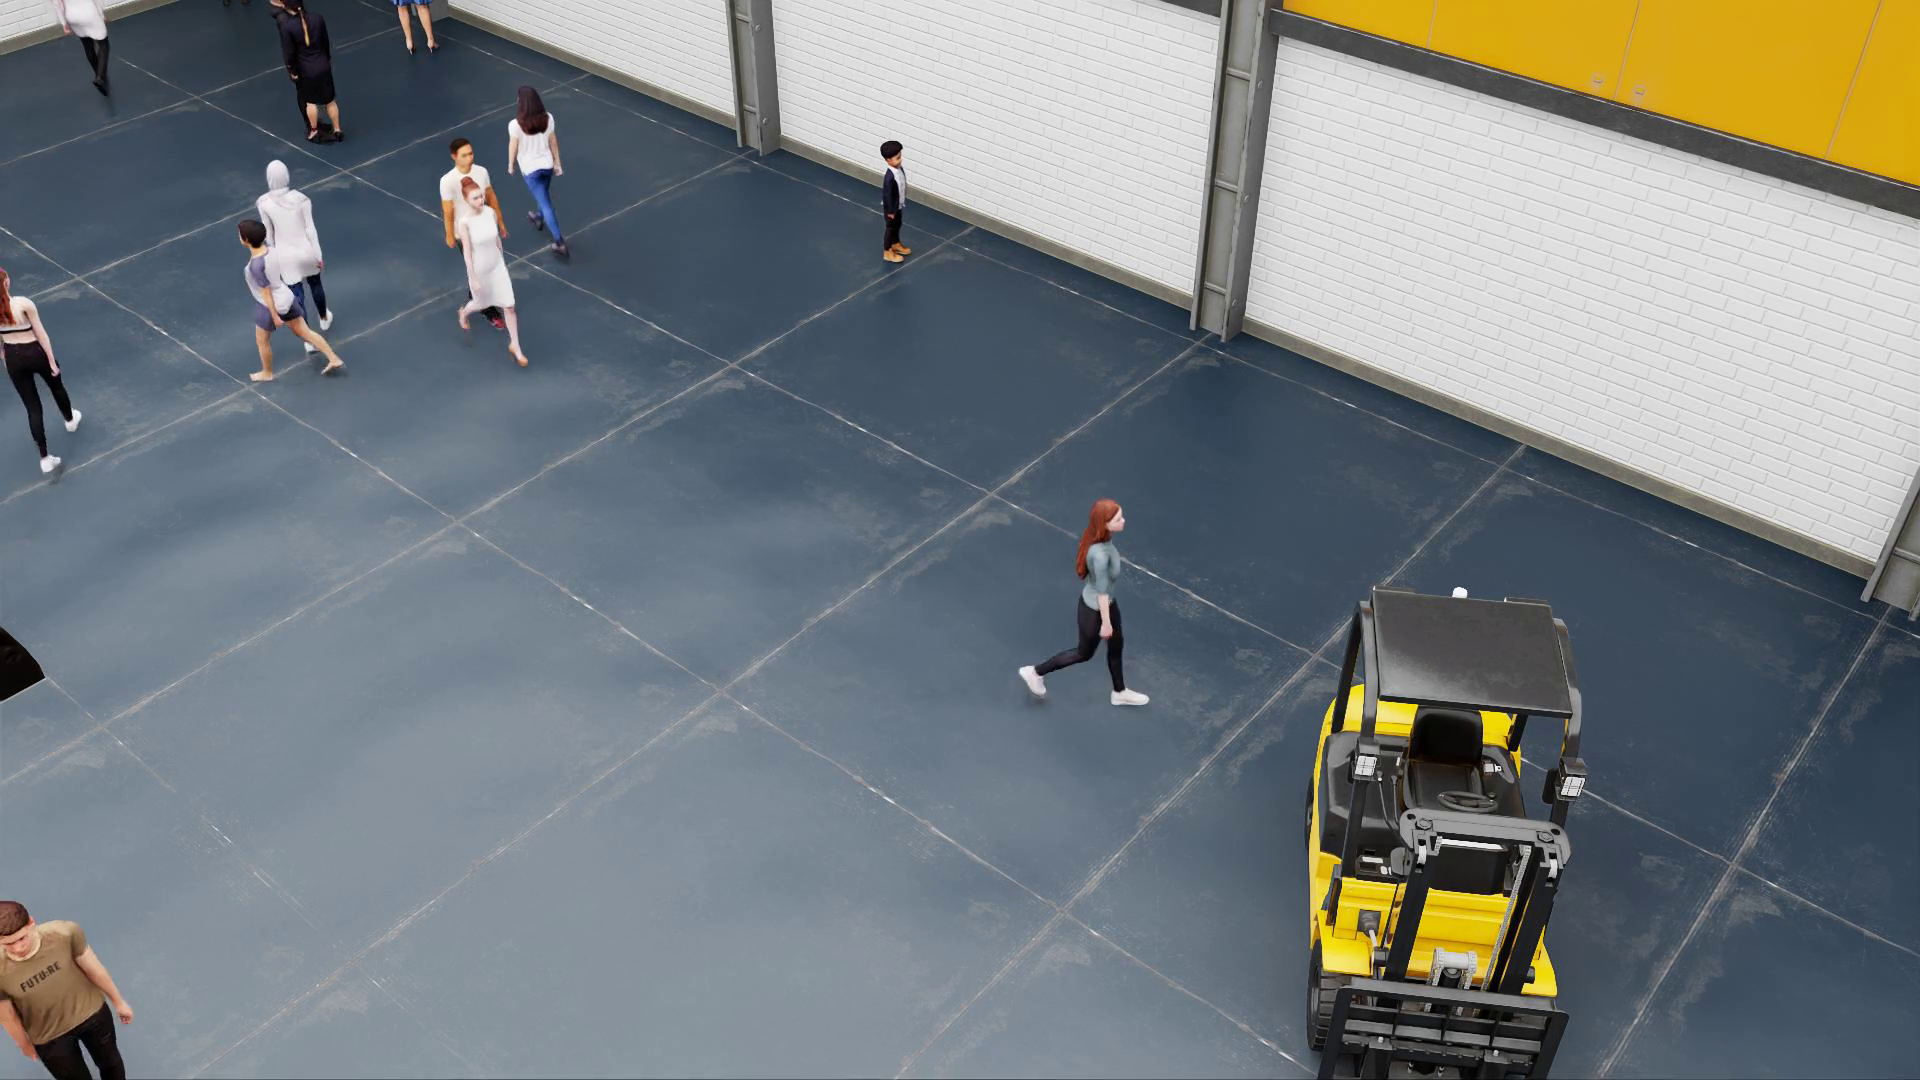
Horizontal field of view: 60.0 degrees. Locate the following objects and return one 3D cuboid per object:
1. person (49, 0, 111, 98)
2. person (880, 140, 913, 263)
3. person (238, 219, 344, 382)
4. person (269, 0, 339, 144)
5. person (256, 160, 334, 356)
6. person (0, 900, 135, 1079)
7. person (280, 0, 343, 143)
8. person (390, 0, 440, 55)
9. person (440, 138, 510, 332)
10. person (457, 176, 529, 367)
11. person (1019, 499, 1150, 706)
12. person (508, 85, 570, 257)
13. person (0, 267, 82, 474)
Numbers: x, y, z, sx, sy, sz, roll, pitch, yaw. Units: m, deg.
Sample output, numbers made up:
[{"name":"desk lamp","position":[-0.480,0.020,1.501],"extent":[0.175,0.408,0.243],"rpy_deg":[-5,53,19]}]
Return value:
[{"name":"person","position":[-10.004,-5.933,18.969],"extent":[1.028,1.786,1.126],"rpy_deg":[-7,39,-9]},{"name":"person","position":[-0.645,-3.301,16.124],"extent":[0.566,1.223,0.557],"rpy_deg":[13,40,16]},{"name":"person","position":[-5.801,-2.032,14.294],"extent":[1.095,1.525,0.961],"rpy_deg":[1,39,2]},{"name":"person","position":[-7.190,-5.204,18.065],"extent":[0.775,1.776,0.671],"rpy_deg":[-17,42,-20]},{"name":"person","position":[-5.849,-2.446,14.638],"extent":[1.070,1.741,1.203],"rpy_deg":[-8,39,-10]},{"name":"person","position":[-4.597,2.399,8.493],"extent":[0.760,1.839,0.660],"rpy_deg":[27,46,30]},{"name":"person","position":[-6.990,-5.098,18.016],"extent":[0.710,1.670,0.680],"rpy_deg":[-30,47,-32]},{"name":"person","position":[-6.640,-6.744,19.968],"extent":[0.743,1.806,0.799],"rpy_deg":[-4,39,-4]},{"name":"person","position":[-4.464,-2.823,15.078],"extent":[0.873,1.782,0.650],"rpy_deg":[27,46,29]},{"name":"person","position":[-4.188,-2.345,14.492],"extent":[1.069,1.766,0.581],"rpy_deg":[27,46,29]},{"name":"person","position":[0.829,0.463,11.016],"extent":[1.190,1.716,0.962],"rpy_deg":[6,39,7]},{"name":"person","position":[-4.028,-3.503,16.051],"extent":[0.705,1.630,1.152],"rpy_deg":[-30,47,-32]},{"name":"person","position":[-7.465,-1.344,13.293],"extent":[1.084,1.697,1.224],"rpy_deg":[-7,39,-8]}]
